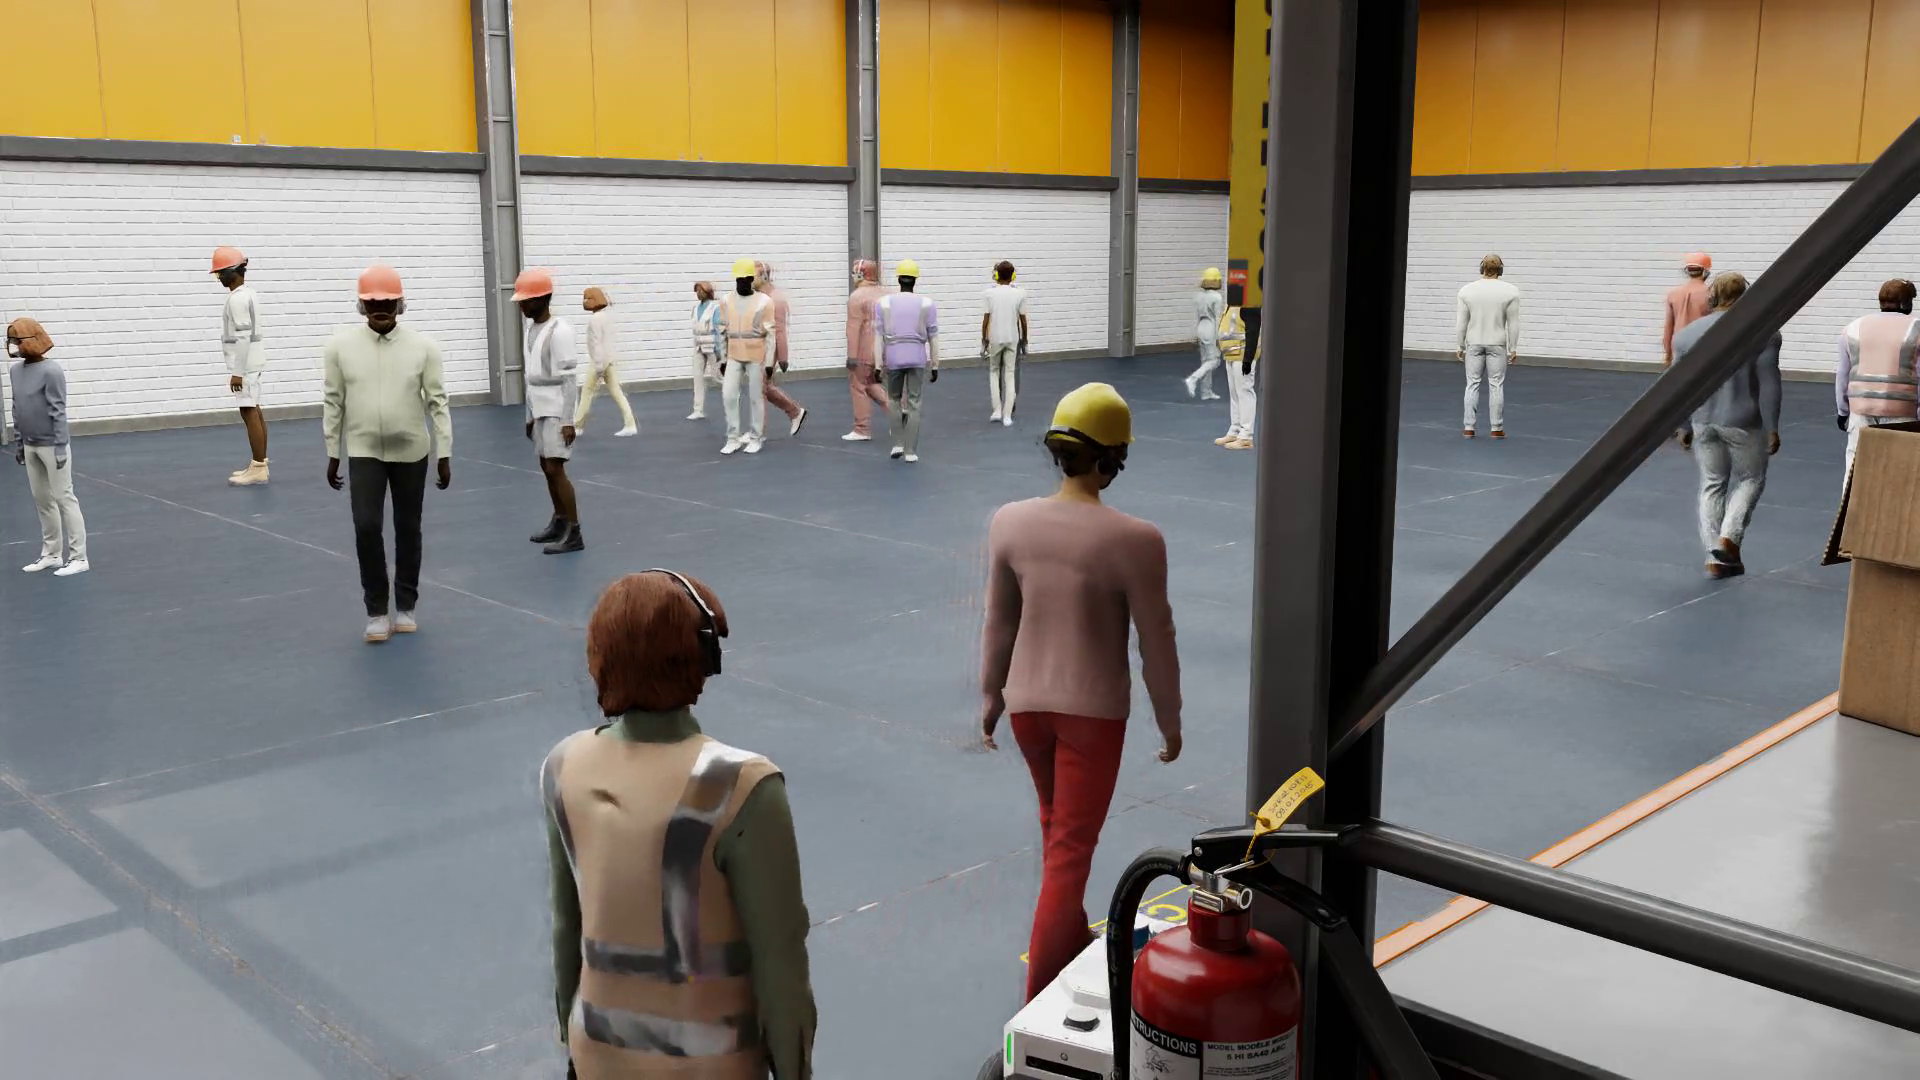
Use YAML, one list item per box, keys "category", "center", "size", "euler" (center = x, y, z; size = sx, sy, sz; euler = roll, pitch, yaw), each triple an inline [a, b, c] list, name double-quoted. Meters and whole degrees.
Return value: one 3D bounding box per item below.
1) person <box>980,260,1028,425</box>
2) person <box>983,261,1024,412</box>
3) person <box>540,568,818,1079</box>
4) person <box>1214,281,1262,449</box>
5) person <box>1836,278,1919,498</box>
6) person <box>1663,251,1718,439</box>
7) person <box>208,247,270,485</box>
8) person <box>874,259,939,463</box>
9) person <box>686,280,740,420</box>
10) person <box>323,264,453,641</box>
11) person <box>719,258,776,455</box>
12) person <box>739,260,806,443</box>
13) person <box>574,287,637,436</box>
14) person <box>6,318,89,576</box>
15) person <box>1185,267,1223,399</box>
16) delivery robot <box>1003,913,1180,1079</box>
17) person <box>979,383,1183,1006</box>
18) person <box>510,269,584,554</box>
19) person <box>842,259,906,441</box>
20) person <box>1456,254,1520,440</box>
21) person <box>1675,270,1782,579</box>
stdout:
- category: "person"
  center: [0.500, -2.236, 18.879]
  size: [0.555, 1.842, 0.742]
  euler: [0, 10, -1]
- category: "person"
  center: [0.543, -2.454, 20.113]
  size: [0.543, 1.824, 0.779]
  euler: [1, 10, 3]
- category: "person"
  center: [-0.502, 0.859, 2.618]
  size: [0.531, 1.609, 0.679]
  euler: [8, 13, 38]
- category: "person"
  center: [2.797, -1.832, 16.681]
  size: [0.430, 1.845, 0.623]
  euler: [-1, 10, -6]
- category: "person"
  center: [6.399, -0.882, 11.504]
  size: [0.429, 1.840, 0.632]
  euler: [-9, 14, -41]
- category: "person"
  center: [7.522, -1.984, 17.143]
  size: [0.752, 1.976, 0.625]
  euler: [-7, 12, -33]
- category: "person"
  center: [-6.172, -1.485, 14.264]
  size: [0.391, 2.033, 0.605]
  euler: [-3, 11, -15]
- category: "person"
  center: [-0.500, -1.697, 15.765]
  size: [0.608, 1.902, 0.661]
  euler: [0, 10, 0]
- category: "person"
  center: [-2.905, -2.226, 19.426]
  size: [0.520, 1.617, 0.698]
  euler: [8, 13, 37]
- category: "person"
  center: [-2.998, -0.444, 8.735]
  size: [0.654, 1.971, 0.704]
  euler: [-3, 11, -18]
- category: "person"
  center: [-2.107, -1.767, 16.132]
  size: [0.628, 1.904, 0.692]
  euler: [3, 11, 16]
- category: "person"
  center: [-1.976, -1.956, 17.248]
  size: [0.820, 1.881, 0.633]
  euler: [-6, 12, -28]
- category: "person"
  center: [-3.841, -1.881, 17.637]
  size: [0.875, 1.584, 0.519]
  euler: [1, 10, 5]
- category: "person"
  center: [-5.773, -0.583, 10.468]
  size: [0.496, 1.625, 0.287]
  euler: [6, 12, 28]
- category: "person"
  center: [3.157, -2.648, 21.462]
  size: [0.593, 1.728, 0.488]
  euler: [-6, 12, -30]
- category: "delivery robot"
  center: [0.388, 1.112, 3.881]
  size: [0.477, 0.478, 0.707]
  euler: [5, 12, 27]
- category: "person"
  center: [0.357, 0.444, 4.549]
  size: [0.546, 1.734, 0.772]
  euler: [7, 13, 35]
- category: "person"
  center: [-2.786, -0.871, 11.285]
  size: [0.516, 1.901, 0.612]
  euler: [-9, 14, -40]
- category: "person"
  center: [-0.921, -1.962, 17.273]
  size: [0.557, 1.892, 0.651]
  euler: [5, 12, 27]
- category: "person"
  center: [5.519, -2.018, 17.424]
  size: [0.635, 1.937, 0.352]
  euler: [5, 11, 24]
- category: "person"
  center: [4.749, -0.706, 10.327]
  size: [0.658, 1.917, 0.442]
  euler: [10, 14, 42]
